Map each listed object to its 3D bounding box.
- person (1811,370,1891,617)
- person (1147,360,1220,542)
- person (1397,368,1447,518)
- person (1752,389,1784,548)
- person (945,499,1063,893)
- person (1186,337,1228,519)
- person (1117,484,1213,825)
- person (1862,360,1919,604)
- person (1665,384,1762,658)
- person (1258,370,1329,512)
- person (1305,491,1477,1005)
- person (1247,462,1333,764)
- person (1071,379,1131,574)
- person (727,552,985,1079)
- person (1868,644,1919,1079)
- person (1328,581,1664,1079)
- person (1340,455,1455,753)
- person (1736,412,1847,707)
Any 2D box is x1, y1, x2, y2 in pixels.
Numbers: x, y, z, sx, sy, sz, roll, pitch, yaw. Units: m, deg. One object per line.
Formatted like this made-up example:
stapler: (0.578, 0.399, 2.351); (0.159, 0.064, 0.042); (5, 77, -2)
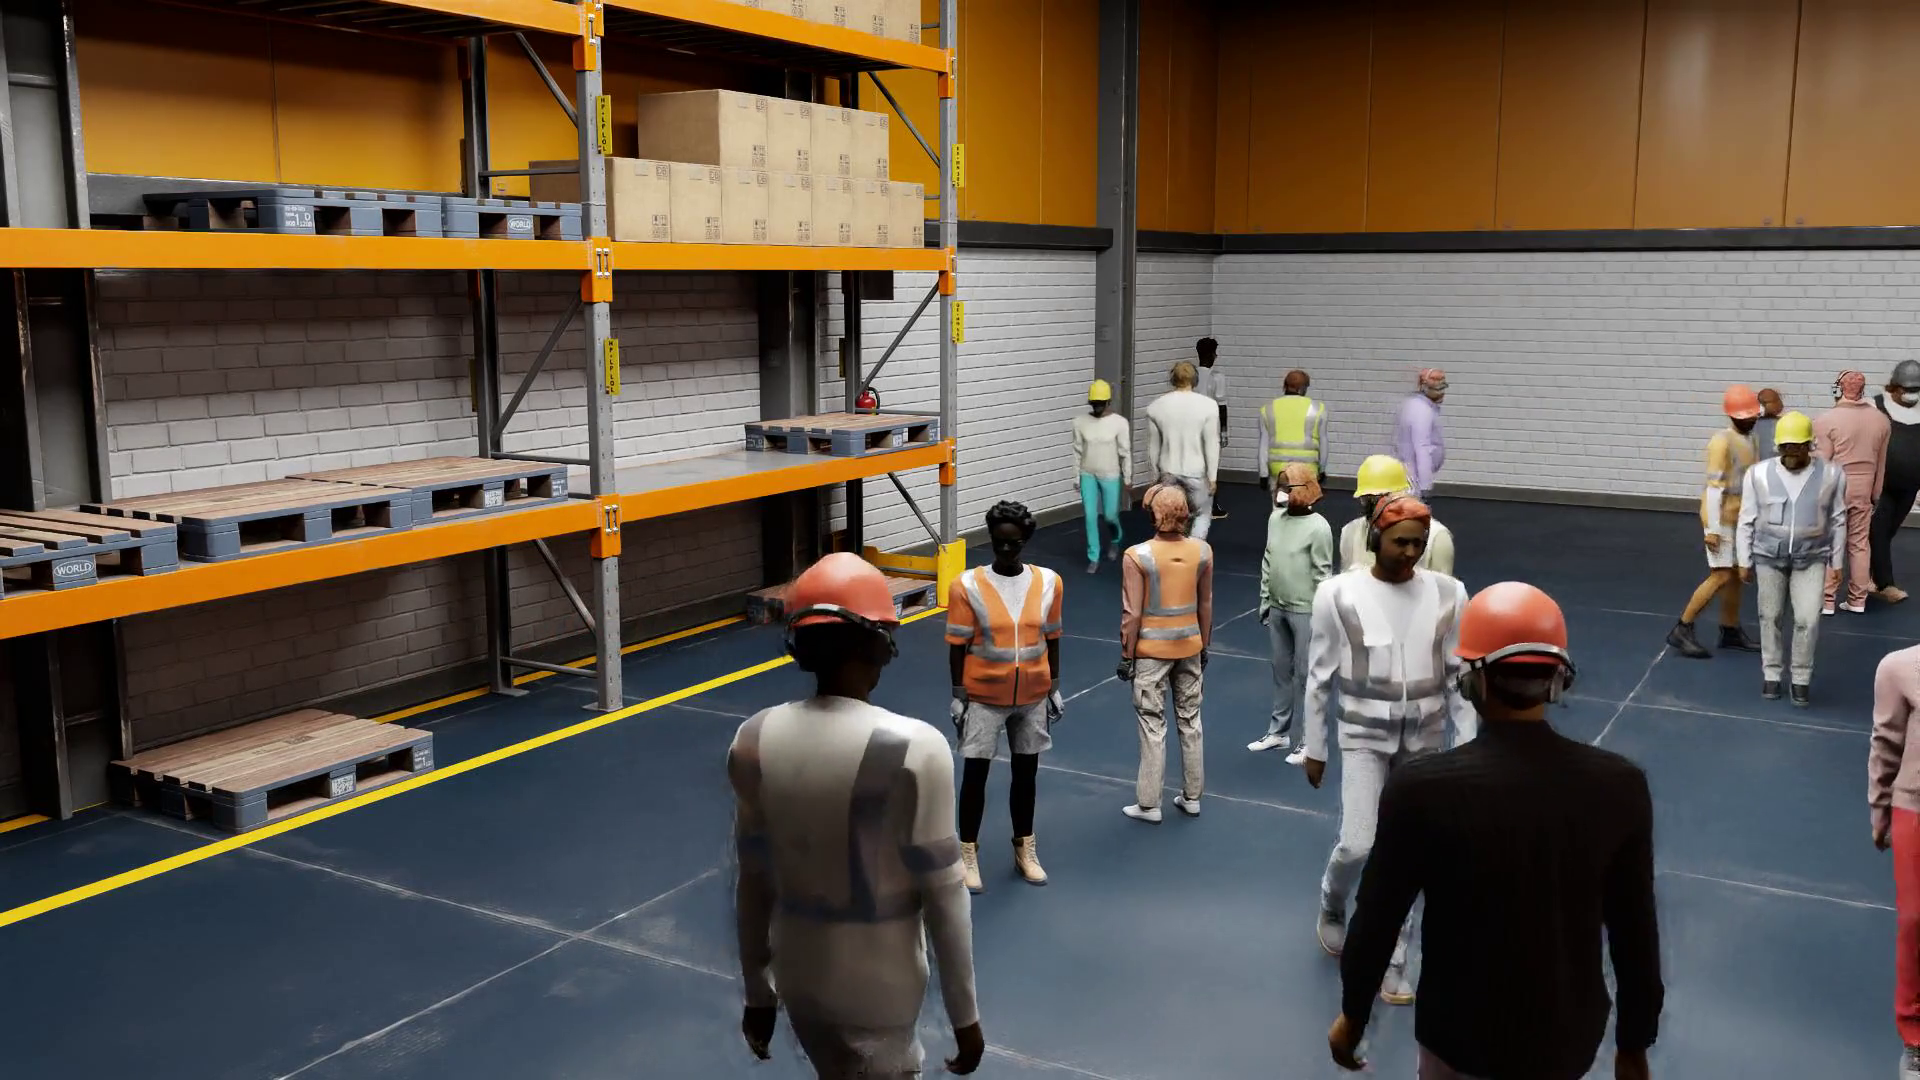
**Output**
person: (6.822, -0.360, 12.885); (0.651, 1.906, 0.402); (-2, 9, -12)
person: (1.891, -0.545, 13.963); (0.643, 1.922, 0.576); (4, 10, 25)
person: (3.839, -0.522, 14.025); (0.500, 1.867, 0.667); (3, 9, 16)
person: (7.293, -0.580, 15.205); (0.834, 1.588, 0.529); (-4, 10, -22)
person: (0.197, 0.663, 7.142); (0.537, 1.698, 0.320); (-3, 9, -16)
person: (2.647, -1.209, 18.001); (0.605, 1.966, 0.367); (8, 12, 42)
person: (0.992, 0.552, 8.028); (0.522, 1.638, 0.310); (-5, 10, -27)
person: (7.579, -0.531, 13.536); (0.715, 2.000, 0.958); (0, 9, 1)
person: (5.328, -0.141, 11.549); (0.700, 1.910, 0.484); (-9, 12, -43)
person: (2.979, -0.628, 14.942); (0.619, 1.799, 0.895); (4, 10, 23)
person: (1.571, 0.743, 6.129); (0.592, 1.870, 0.499); (-1, 9, -5)
person: (1.808, 0.391, 9.047); (0.280, 1.633, 0.500); (-5, 11, -30)
person: (1.258, -0.570, 14.747); (0.528, 1.739, 0.578); (3, 10, 17)
person: (-0.313, 1.047, 3.835); (0.657, 1.998, 0.904); (7, 11, 37)
person: (3.308, 0.892, 5.542); (0.527, 1.746, 0.692); (4, 10, 25)
person: (1.193, 1.078, 3.700); (0.645, 1.966, 0.526); (-2, 9, -12)
person: (2.087, 0.480, 7.959); (0.598, 1.806, 0.597); (7, 11, 37)
person: (5.080, 0.123, 10.187); (0.617, 1.804, 0.610); (5, 10, 27)
